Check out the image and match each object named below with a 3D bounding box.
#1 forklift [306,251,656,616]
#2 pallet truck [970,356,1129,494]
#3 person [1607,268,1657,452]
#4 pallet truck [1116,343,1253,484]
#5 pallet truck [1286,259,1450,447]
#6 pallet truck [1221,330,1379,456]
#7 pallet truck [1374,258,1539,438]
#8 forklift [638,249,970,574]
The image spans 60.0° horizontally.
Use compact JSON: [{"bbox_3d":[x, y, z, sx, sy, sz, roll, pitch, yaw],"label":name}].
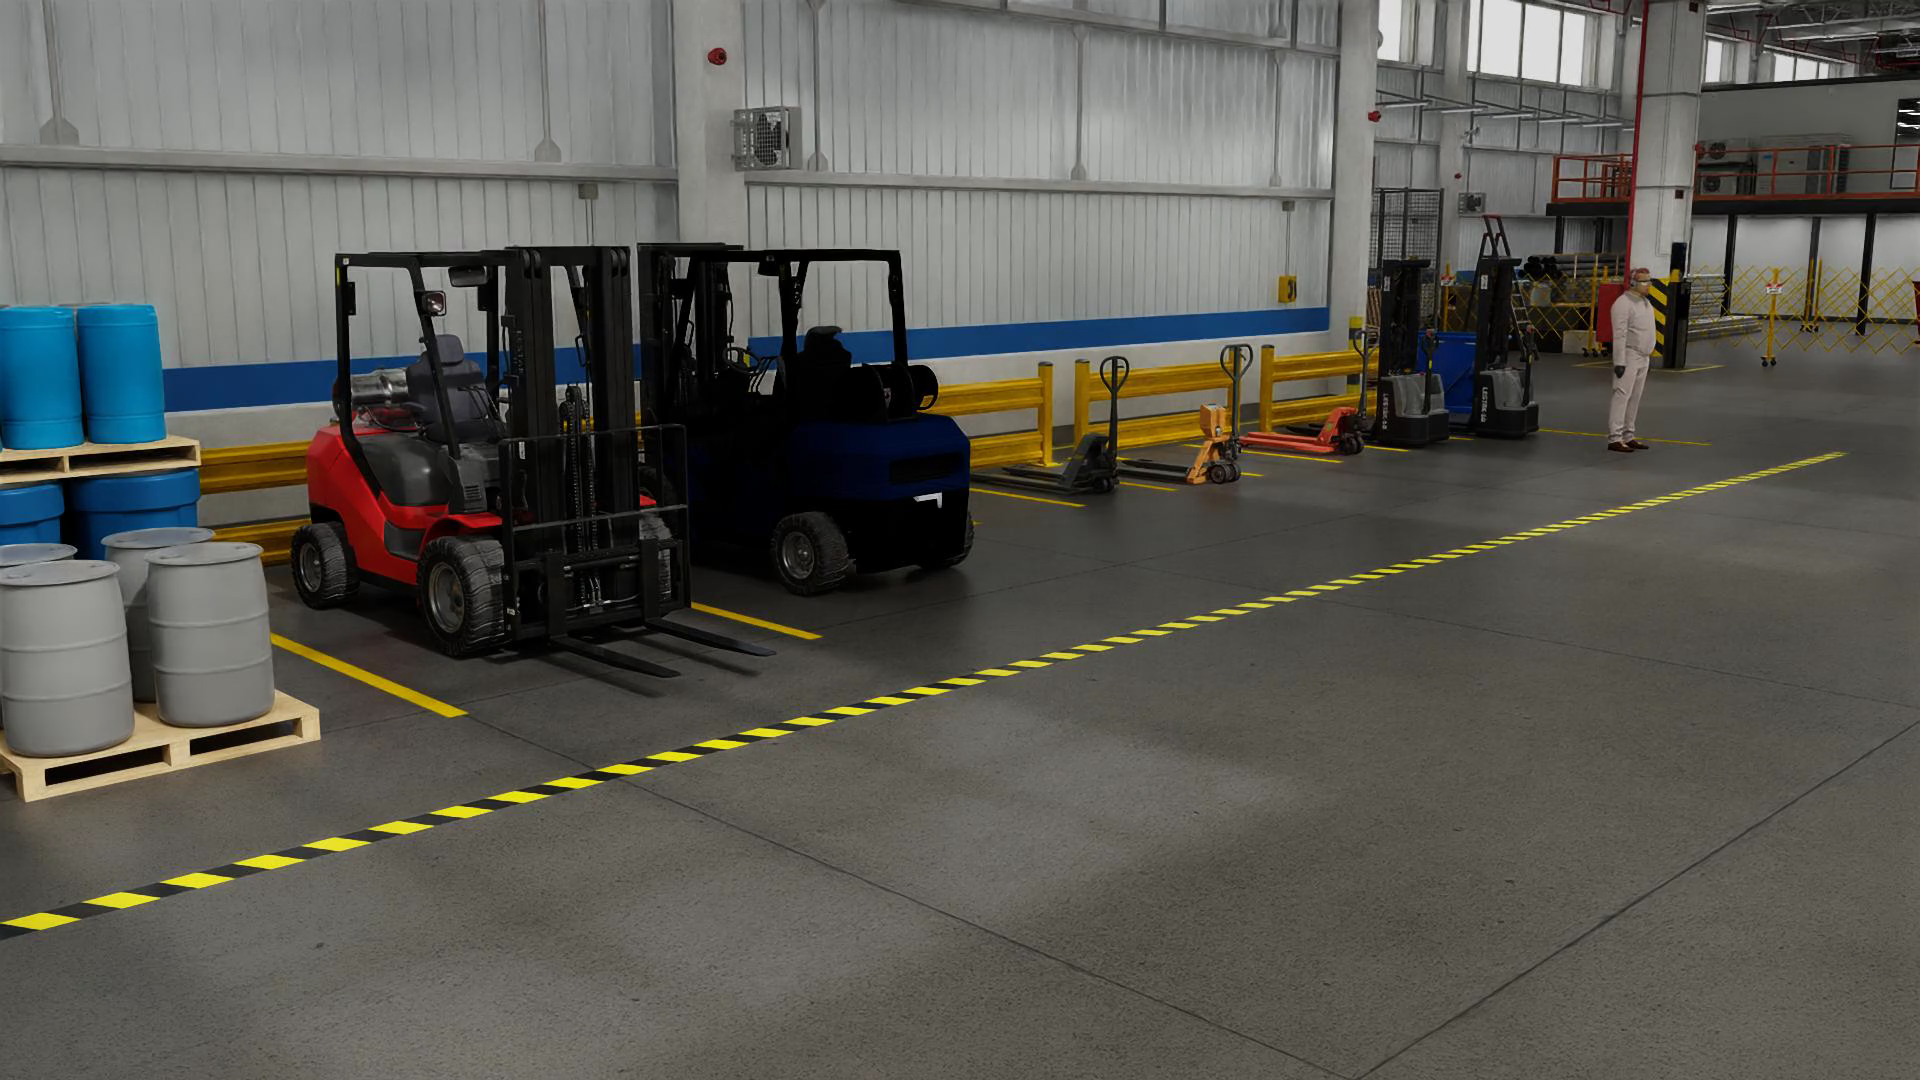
[{"bbox_3d":[-2.833,-0.669,9.694,1.157,1.987,2.680,-10,14,-44],"label":"forklift"},{"bbox_3d":[0.784,-1.085,14.876,0.680,1.201,1.601,-10,14,-44],"label":"pallet truck"},{"bbox_3d":[7.020,-1.872,17.319,0.655,1.906,0.407,-10,14,-42],"label":"person"},{"bbox_3d":[1.962,-1.215,15.415,1.522,1.261,0.704,10,14,43],"label":"pallet truck"},{"bbox_3d":[4.493,-2.078,18.196,0.823,1.965,1.885,-9,14,-40],"label":"pallet truck"},{"bbox_3d":[3.563,-1.581,17.381,0.653,1.274,1.630,-10,14,-44],"label":"pallet truck"},{"bbox_3d":[5.704,-2.208,18.901,1.885,1.965,0.823,10,14,43],"label":"pallet truck"},{"bbox_3d":[-1.173,-0.958,11.239,2.680,1.987,1.157,10,14,43],"label":"forklift"}]
